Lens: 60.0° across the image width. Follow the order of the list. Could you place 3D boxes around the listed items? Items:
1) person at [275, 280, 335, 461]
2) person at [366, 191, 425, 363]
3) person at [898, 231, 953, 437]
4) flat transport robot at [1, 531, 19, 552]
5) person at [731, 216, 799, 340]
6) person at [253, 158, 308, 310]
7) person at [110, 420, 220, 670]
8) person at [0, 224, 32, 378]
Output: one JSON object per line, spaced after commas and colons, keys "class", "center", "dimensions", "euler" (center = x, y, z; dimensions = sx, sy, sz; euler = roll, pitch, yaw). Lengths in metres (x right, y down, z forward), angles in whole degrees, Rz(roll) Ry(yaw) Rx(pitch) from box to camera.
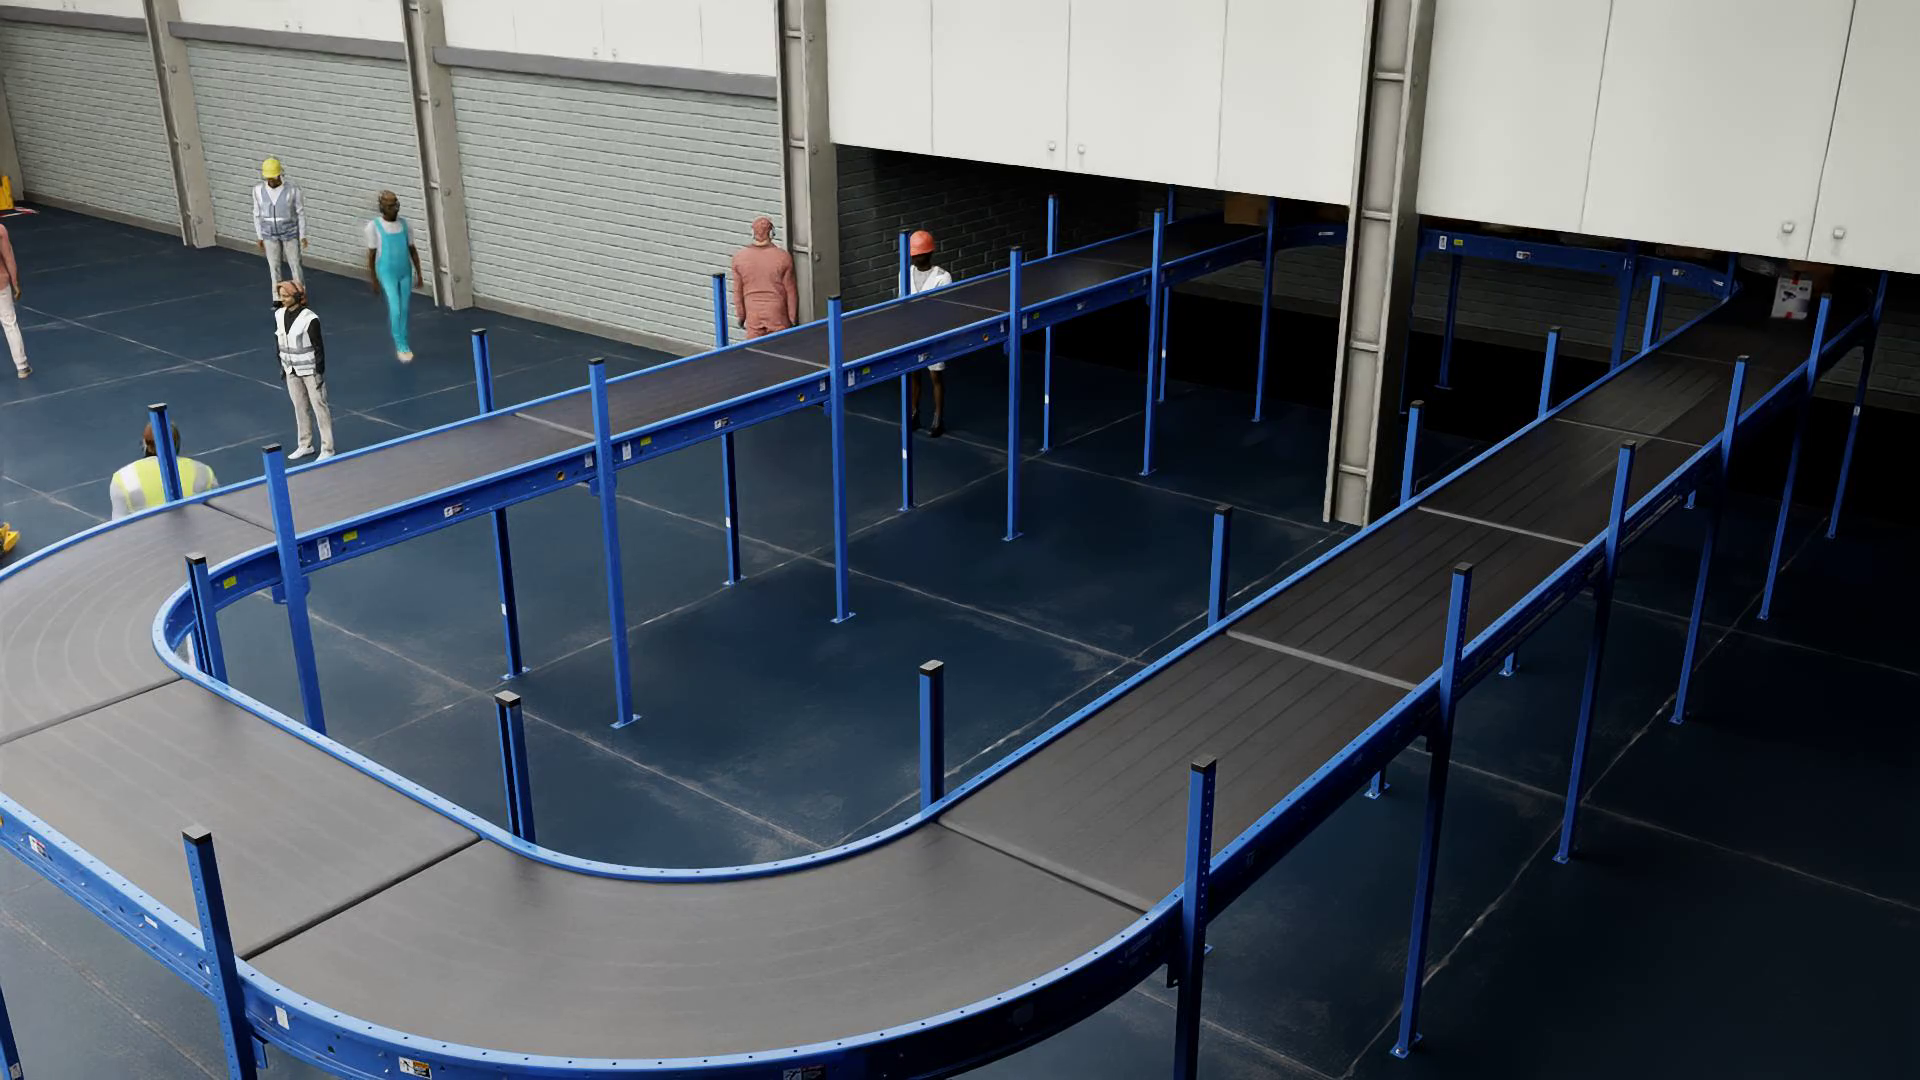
{"class": "person", "center": [-5.825, -1.495, 14.747], "dimensions": [0.514, 1.641, 0.309], "euler": [9, 23, 22]}
{"class": "person", "center": [-5.984, -2.800, 17.801], "dimensions": [0.632, 1.828, 0.541], "euler": [20, 29, 40]}
{"class": "person", "center": [-0.335, -1.898, 15.374], "dimensions": [0.548, 1.934, 0.374], "euler": [10, 24, 24]}
{"class": "flat transport robot", "center": [-7.592, 0.177, 12.337], "dimensions": [0.652, 0.197, 1.431], "euler": [-4, 22, -9]}
{"class": "person", "center": [-1.863, -2.188, 16.149], "dimensions": [0.639, 1.909, 0.407], "euler": [4, 22, 9]}
{"class": "person", "center": [-8.188, -3.684, 20.060], "dimensions": [0.588, 1.823, 0.403], "euler": [-4, 22, -9]}
{"class": "person", "center": [-4.887, 0.152, 10.364], "dimensions": [0.659, 1.795, 0.548], "euler": [-14, 26, -32]}
{"class": "person", "center": [-10.035, -2.632, 17.153], "dimensions": [0.611, 1.997, 0.375], "euler": [-12, 25, -28]}
